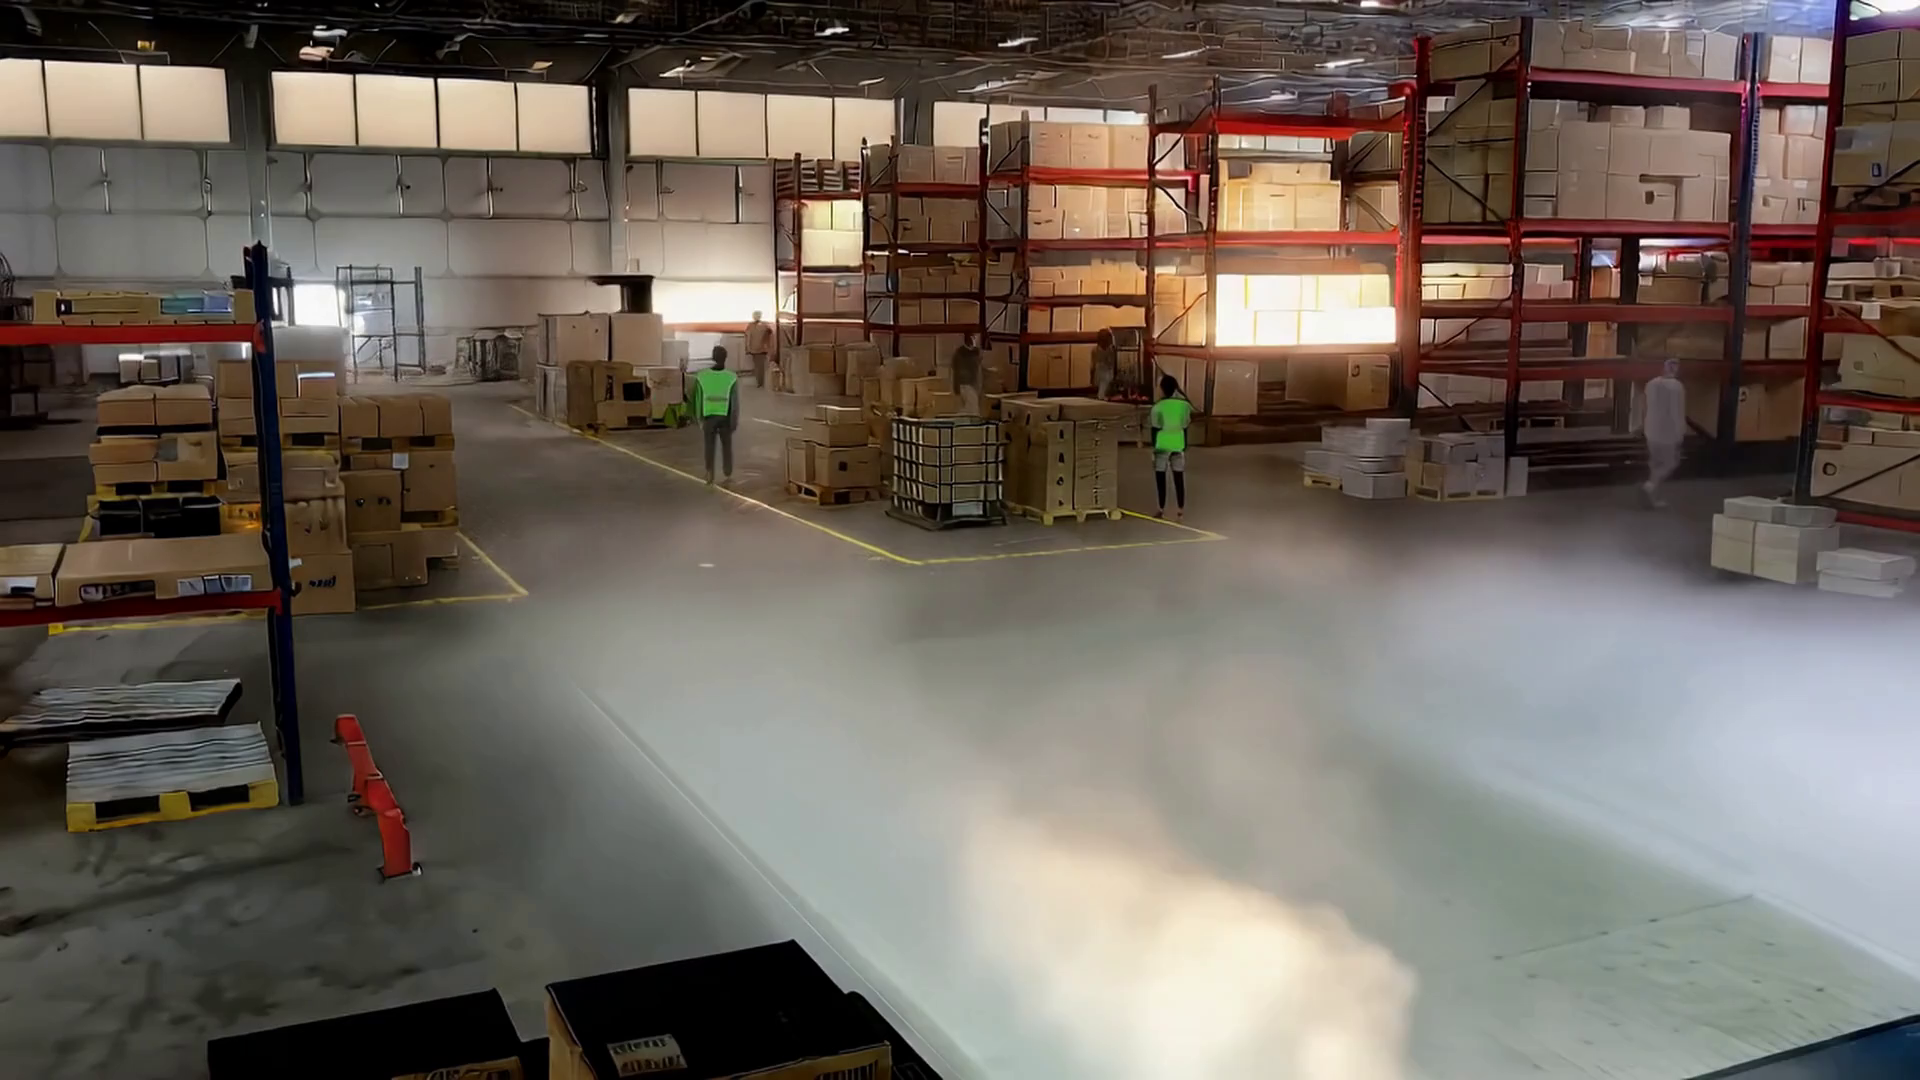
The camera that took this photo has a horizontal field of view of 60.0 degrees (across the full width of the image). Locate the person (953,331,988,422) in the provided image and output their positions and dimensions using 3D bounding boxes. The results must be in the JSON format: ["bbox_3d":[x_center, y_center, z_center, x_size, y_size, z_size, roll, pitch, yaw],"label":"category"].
[{"bbox_3d":[0.159,-2.634,28.511,1.011,1.893,0.647,9,13,44],"label":"person"}]

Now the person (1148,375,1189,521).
[{"bbox_3d":[2.424,-1.067,19.366,0.535,1.697,0.322,-4,10,-23],"label":"person"}]

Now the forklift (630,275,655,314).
[{"bbox_3d":[-7.300,-4.718,38.361,1.873,2.768,1.129,-4,10,-25],"label":"forklift"}]

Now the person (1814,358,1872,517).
[{"bbox_3d":[10.425,-1.227,19.729,0.835,1.905,0.572,-6,11,-31],"label":"person"}]

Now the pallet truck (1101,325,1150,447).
[{"bbox_3d":[2.881,-2.596,27.923,0.823,1.965,1.885,-1,9,-7],"label":"pallet truck"}]

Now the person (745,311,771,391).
[{"bbox_3d":[-4.946,-4.648,40.809,0.634,1.956,0.996,2,9,12],"label":"person"}]

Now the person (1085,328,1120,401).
[{"bbox_3d":[2.547,-2.823,29.654,1.011,1.897,0.610,-5,11,-30],"label":"person"}]

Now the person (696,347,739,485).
[{"bbox_3d":[-3.309,-1.695,22.701,0.589,1.882,0.967,0,9,-1],"label":"person"}]

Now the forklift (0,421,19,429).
[{"bbox_3d":[-18.218,-3.468,30.602,1.873,2.768,1.129,-1,9,-5],"label":"forklift"}]

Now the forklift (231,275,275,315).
[{"bbox_3d":[-17.335,-5.133,40.932,1.873,2.768,1.129,9,13,44],"label":"forklift"}]

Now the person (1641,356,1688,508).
[{"bbox_3d":[8.516,-1.297,20.228,0.562,1.890,0.648,-4,10,-24],"label":"person"}]
